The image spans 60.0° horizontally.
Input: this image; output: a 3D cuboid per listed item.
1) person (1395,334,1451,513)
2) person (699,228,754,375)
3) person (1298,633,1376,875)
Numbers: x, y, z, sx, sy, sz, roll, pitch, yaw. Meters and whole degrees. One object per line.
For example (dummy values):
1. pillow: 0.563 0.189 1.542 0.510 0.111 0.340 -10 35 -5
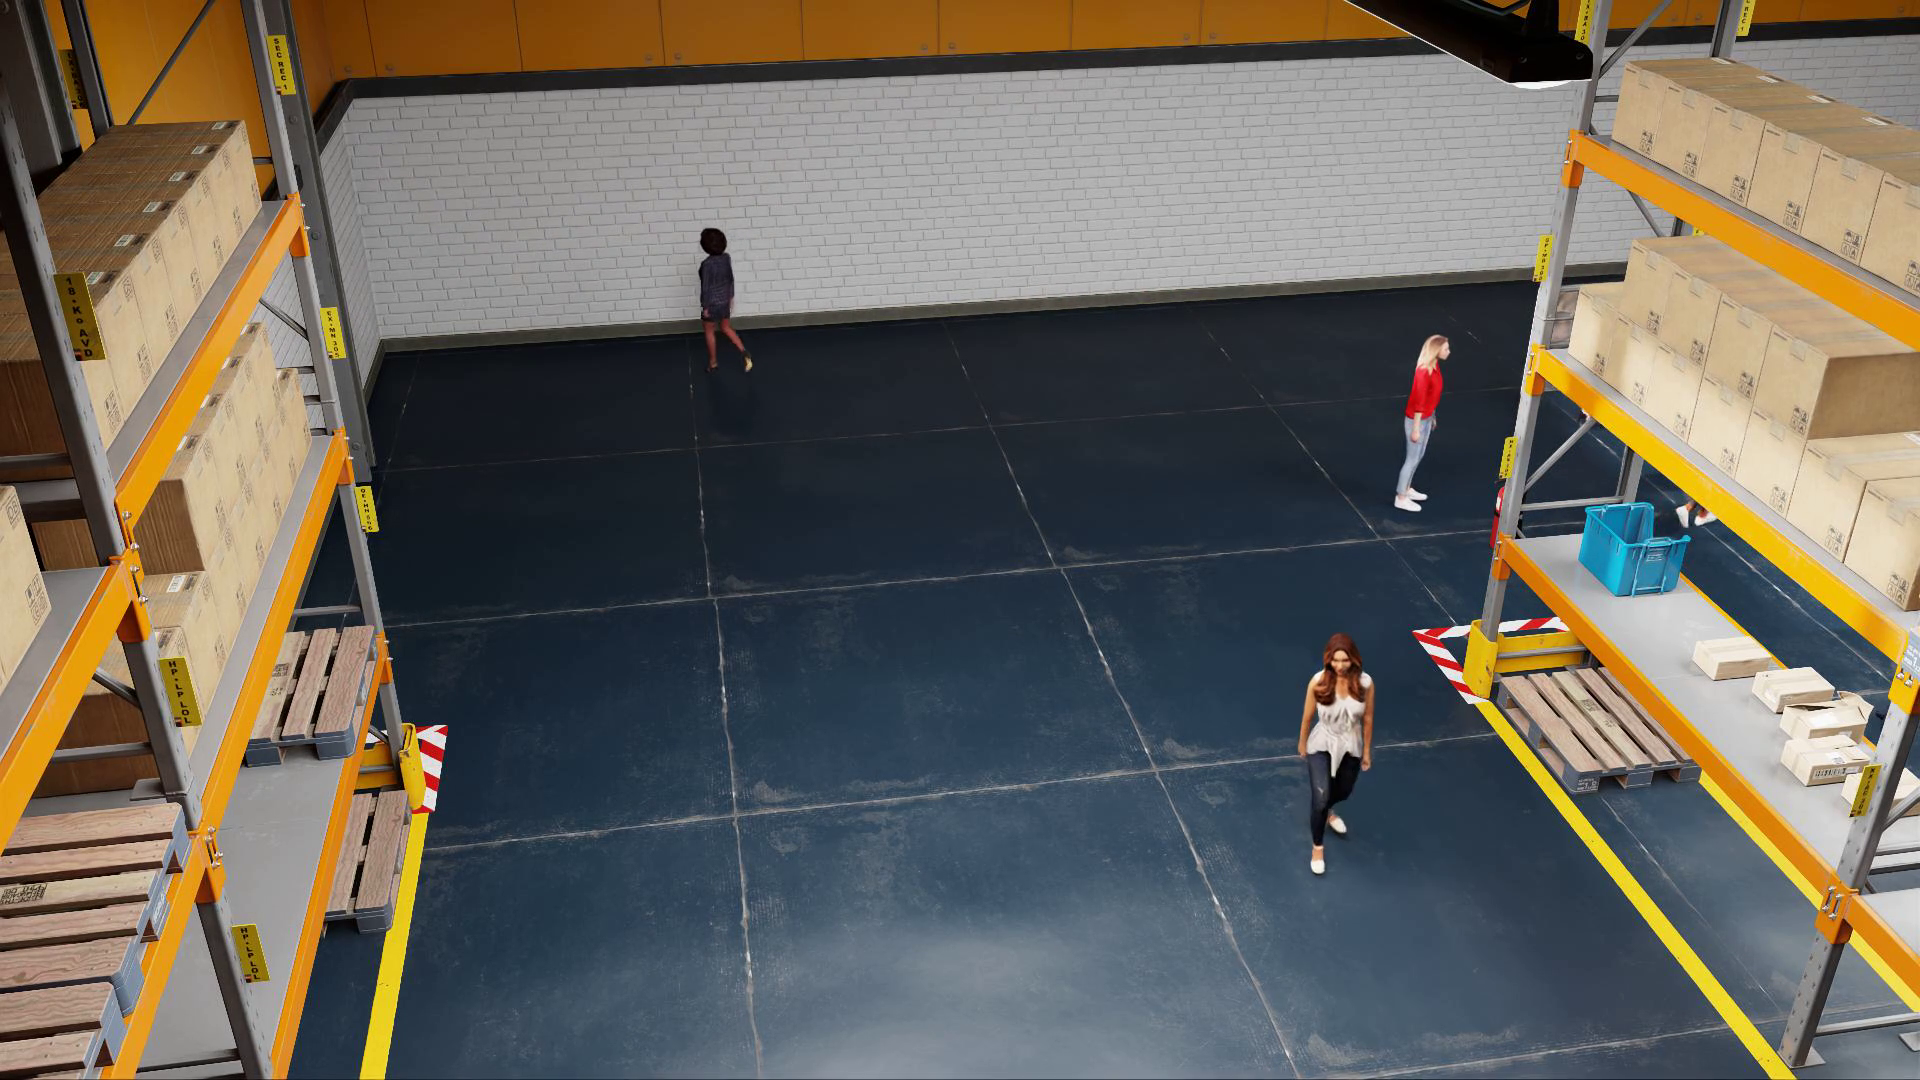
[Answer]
1. person: 4.197 -1.085 15.180 0.748 1.701 0.673 16 32 27
2. person: -2.546 -2.501 17.795 1.016 1.682 0.947 19 34 31
3. person: 2.418 1.308 10.729 0.694 1.761 0.899 -2 29 -3
